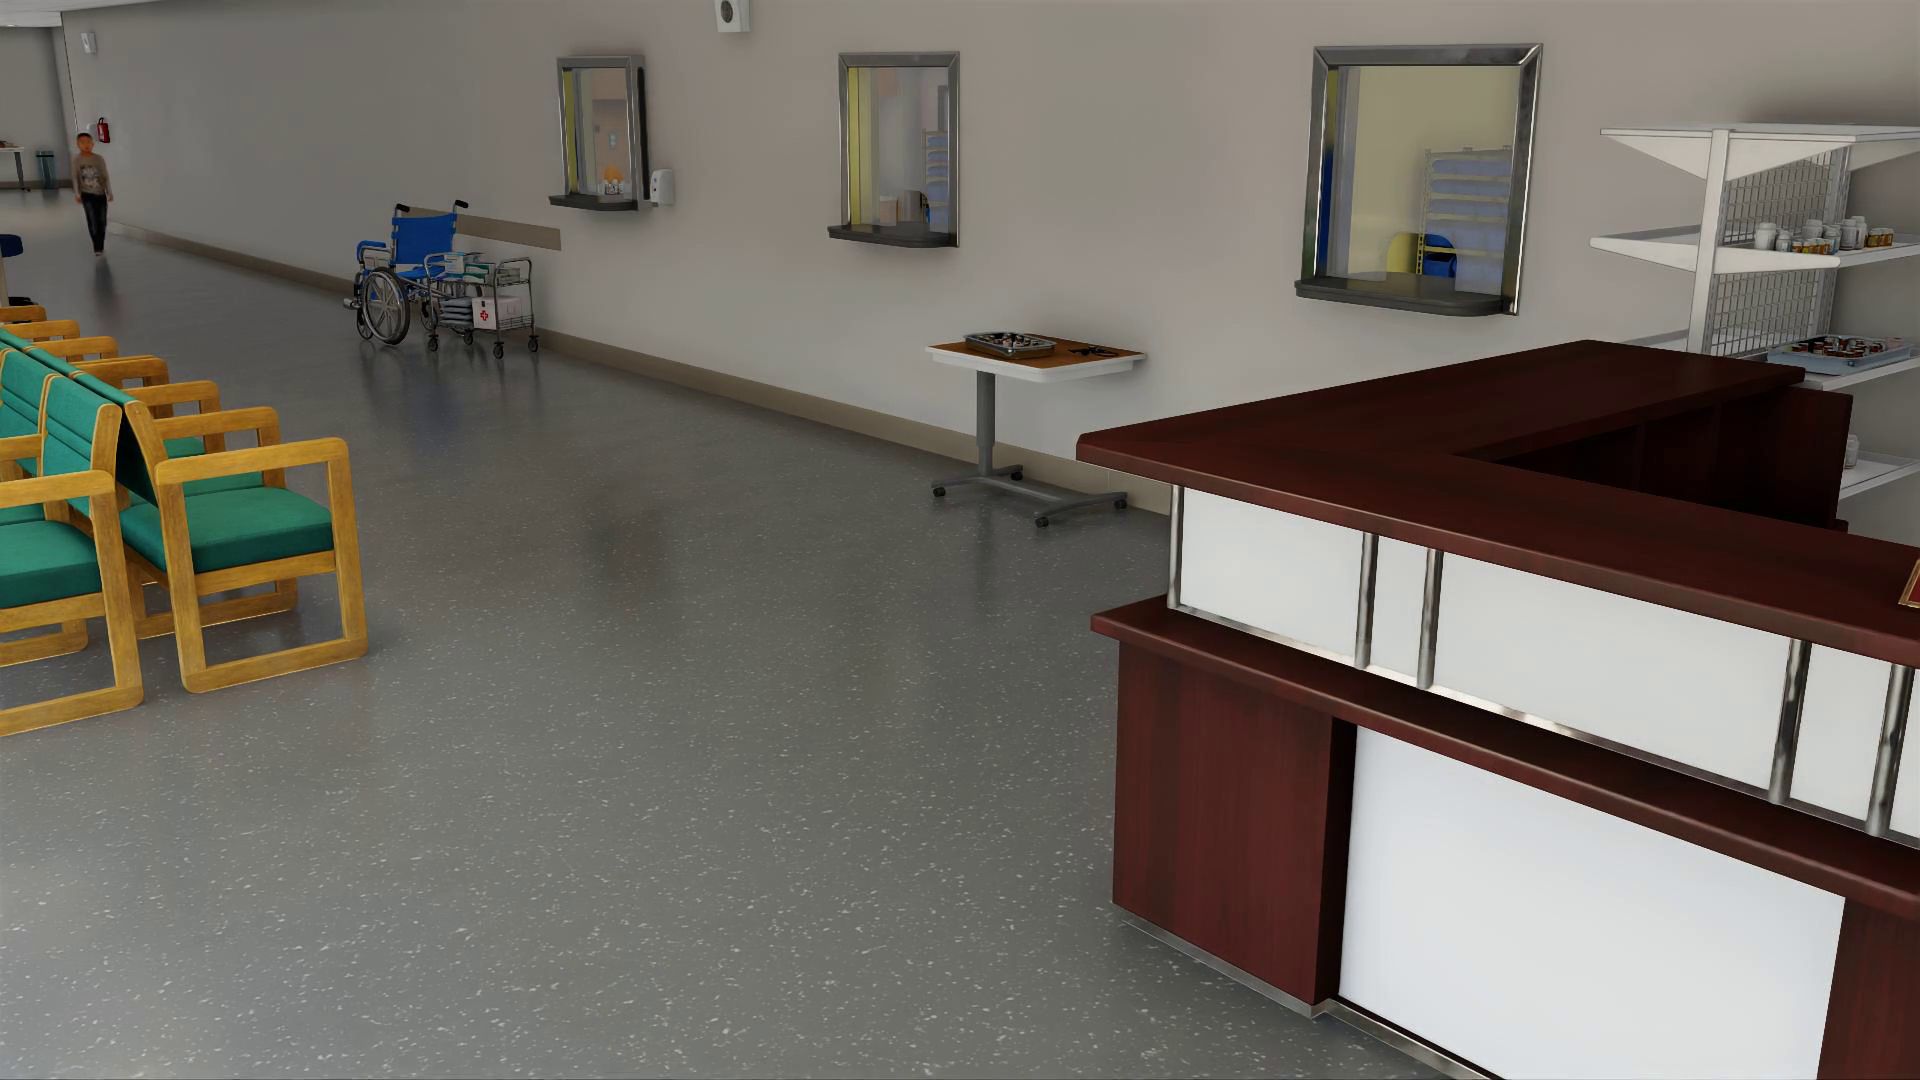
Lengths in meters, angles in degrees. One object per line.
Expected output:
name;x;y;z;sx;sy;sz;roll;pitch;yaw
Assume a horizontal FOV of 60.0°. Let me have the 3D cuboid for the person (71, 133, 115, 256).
person;-10.595;-4.219;20.329;0.936;1.443;0.677;-11;19;-34
